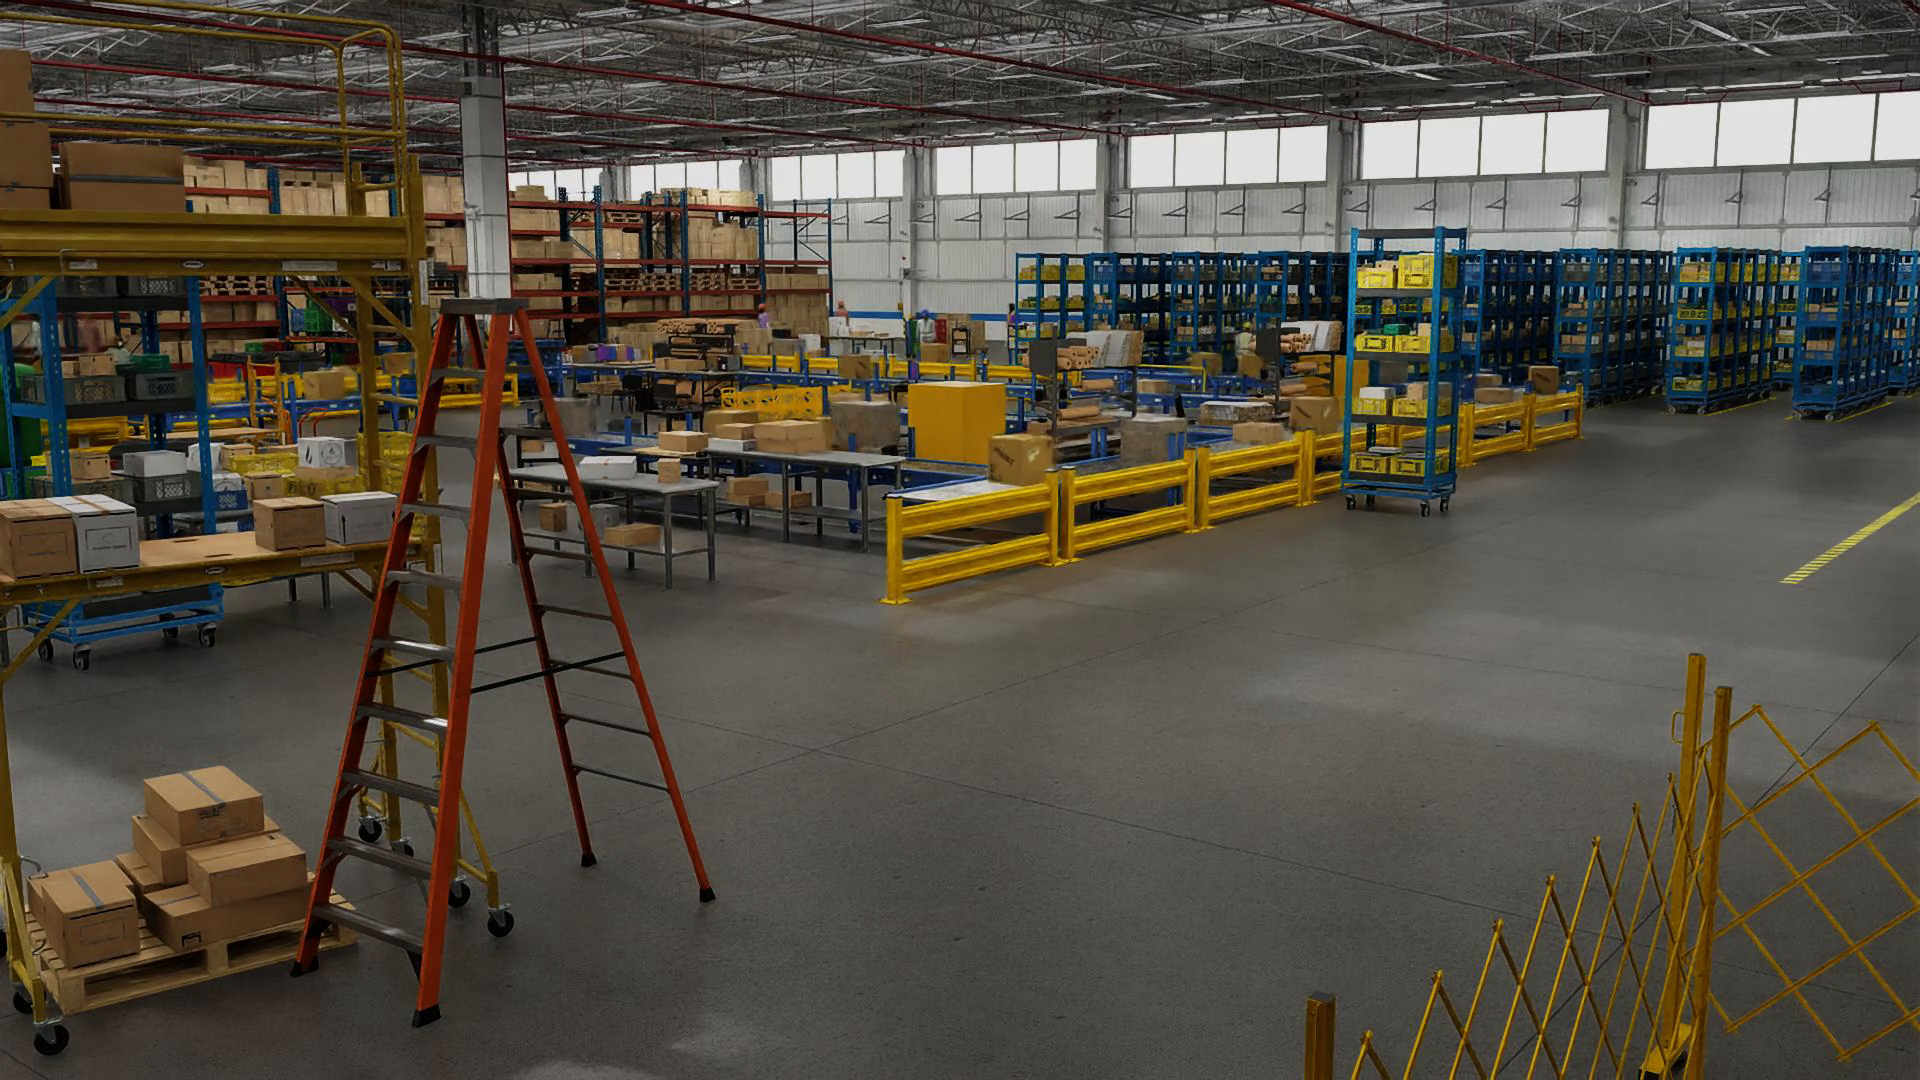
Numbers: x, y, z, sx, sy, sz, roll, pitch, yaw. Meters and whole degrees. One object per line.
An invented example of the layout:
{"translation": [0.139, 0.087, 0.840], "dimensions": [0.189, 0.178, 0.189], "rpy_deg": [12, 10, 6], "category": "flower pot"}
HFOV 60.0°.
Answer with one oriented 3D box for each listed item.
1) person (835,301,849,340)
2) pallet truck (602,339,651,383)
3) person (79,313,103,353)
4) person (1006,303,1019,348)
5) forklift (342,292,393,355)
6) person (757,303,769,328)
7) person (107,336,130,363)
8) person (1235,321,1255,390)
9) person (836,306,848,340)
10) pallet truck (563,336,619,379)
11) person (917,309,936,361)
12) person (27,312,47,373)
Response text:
{"translation": [-4.533, -8.143, 63.608], "dimensions": [0.624, 1.993, 0.385], "rpy_deg": [-6, 11, -33], "category": "person"}
{"translation": [-8.991, -4.871, 45.351], "dimensions": [0.653, 1.274, 1.630], "rpy_deg": [7, 11, 37], "category": "pallet truck"}
{"translation": [-26.277, -5.933, 50.277], "dimensions": [0.654, 1.858, 1.008], "rpy_deg": [2, 9, 14], "category": "person"}
{"translation": [2.142, -8.761, 67.949], "dimensions": [0.429, 1.839, 0.633], "rpy_deg": [-6, 11, -33], "category": "person"}
{"translation": [-16.485, -5.622, 45.120], "dimensions": [1.129, 2.768, 1.873], "rpy_deg": [7, 11, 37], "category": "forklift"}
{"translation": [-7.408, -7.977, 62.830], "dimensions": [0.552, 1.913, 0.776], "rpy_deg": [7, 11, 37], "category": "person"}
{"translation": [-19.218, -3.858, 38.005], "dimensions": [0.458, 1.619, 0.520], "rpy_deg": [8, 12, 40], "category": "person"}
{"translation": [7.413, -4.777, 43.191], "dimensions": [0.600, 1.807, 0.743], "rpy_deg": [3, 10, 19], "category": "person"}
{"translation": [-4.969, -8.863, 68.979], "dimensions": [0.888, 1.716, 0.577], "rpy_deg": [7, 11, 35], "category": "person"}
{"translation": [-10.690, -5.294, 48.215], "dimensions": [1.601, 1.201, 0.680], "rpy_deg": [-5, 10, -26], "category": "pallet truck"}
{"translation": [-1.069, -6.333, 52.605], "dimensions": [0.621, 1.899, 0.972], "rpy_deg": [1, 9, 4], "category": "person"}
{"translation": [-27.174, -5.772, 48.848], "dimensions": [0.916, 2.004, 0.637], "rpy_deg": [-4, 10, -23], "category": "person"}
